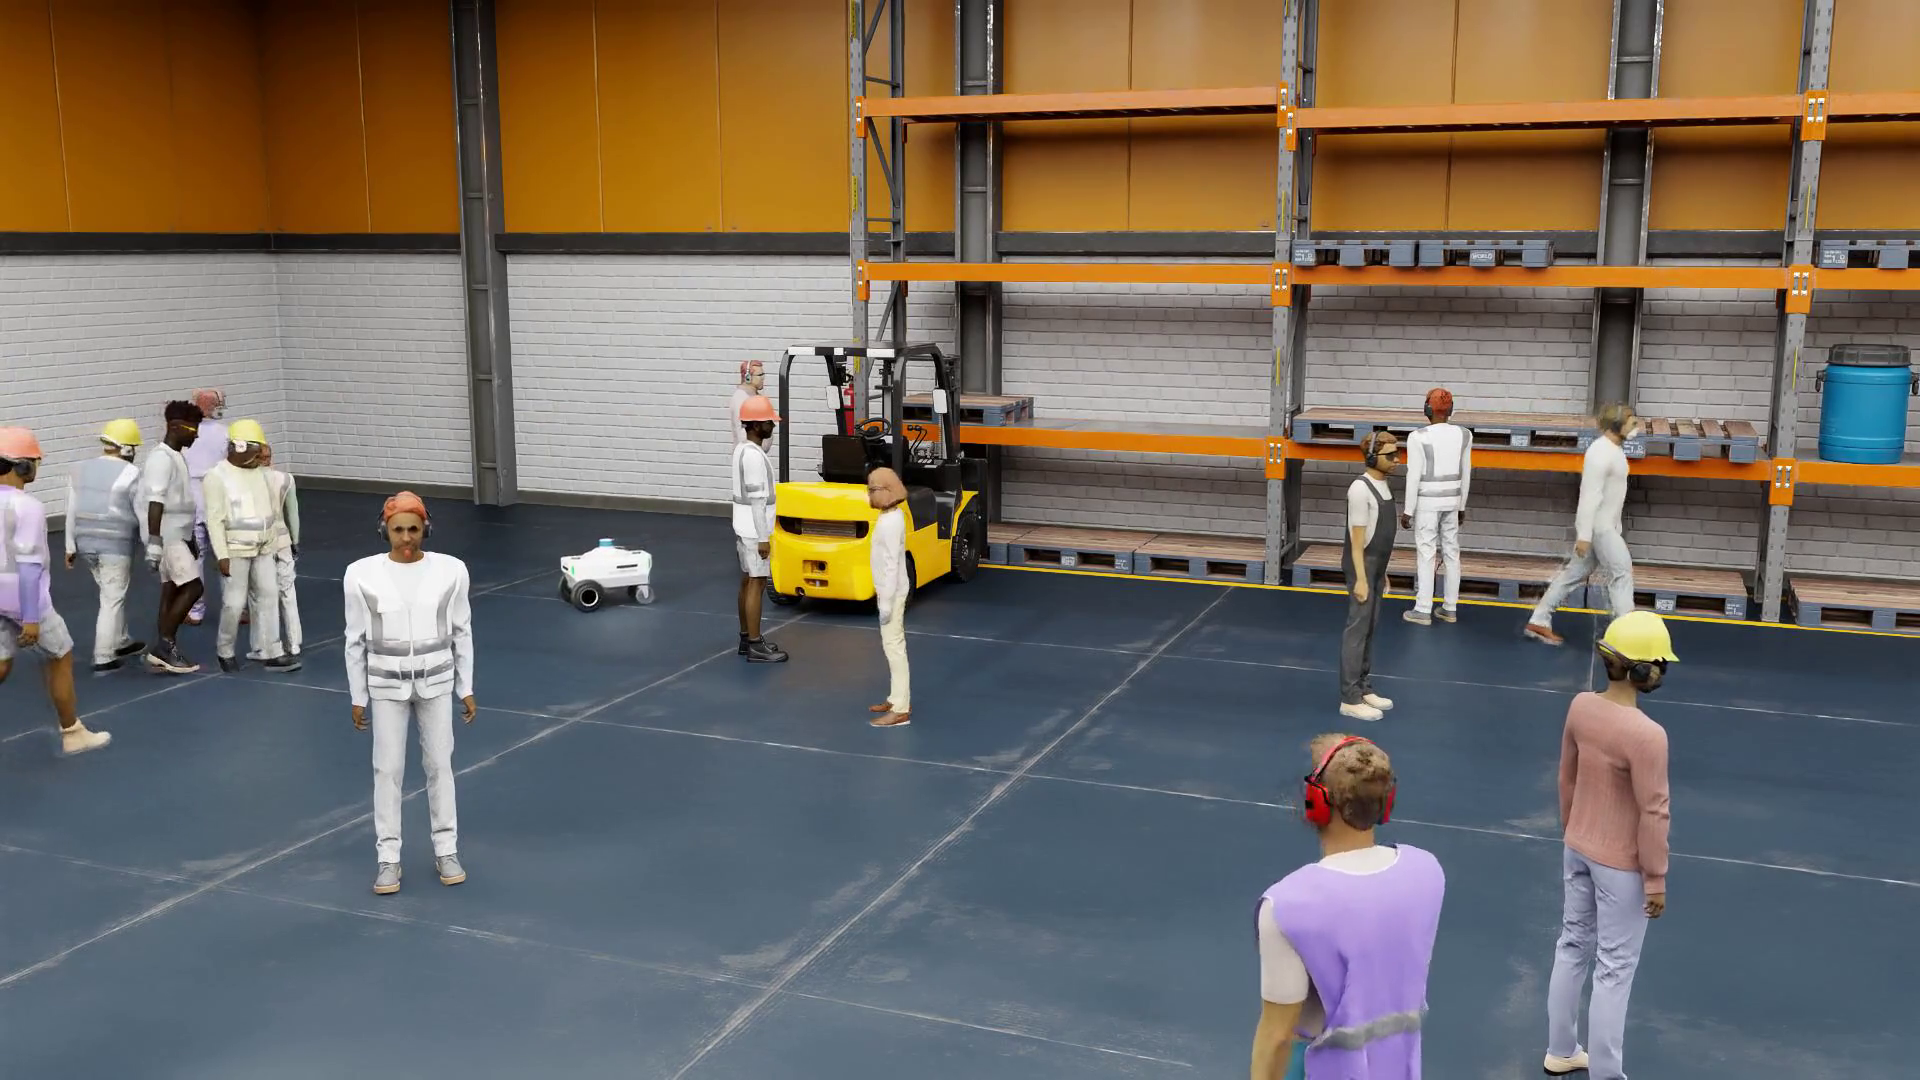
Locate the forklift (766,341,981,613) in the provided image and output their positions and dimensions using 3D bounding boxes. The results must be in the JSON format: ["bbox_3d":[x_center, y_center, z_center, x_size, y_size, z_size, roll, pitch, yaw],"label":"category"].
[{"bbox_3d":[-0.739,-0.602,14.246,1.214,2.155,2.313,4,11,21],"label":"forklift"}]

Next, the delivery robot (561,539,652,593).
[{"bbox_3d":[-2.950,0.233,13.900,0.707,0.478,0.477,-5,12,-28],"label":"delivery robot"}]

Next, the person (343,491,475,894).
[{"bbox_3d":[-2.572,0.708,7.810,0.572,1.885,0.356,-4,11,-22],"label":"person"}]

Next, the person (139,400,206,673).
[{"bbox_3d":[-5.509,-0.011,11.685,0.485,1.928,0.698,-3,11,-15],"label":"person"}]

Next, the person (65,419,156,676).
[{"bbox_3d":[-5.989,0.037,11.850,0.618,1.784,0.772,2,10,13],"label":"person"}]

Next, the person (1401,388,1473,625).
[{"bbox_3d":[3.780,-0.263,13.228,0.575,1.883,0.362,-3,11,-16],"label":"person"}]

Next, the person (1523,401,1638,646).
[{"bbox_3d":[4.719,-0.093,12.313,1.035,1.885,0.630,5,11,25],"label":"person"}]

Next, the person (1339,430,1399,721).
[{"bbox_3d":[2.630,0.216,10.660,0.344,1.847,0.506,6,12,30],"label":"person"}]

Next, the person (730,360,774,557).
[{"bbox_3d":[-2.001,-0.787,16.079,0.402,1.906,0.652,0,10,0],"label":"person"}]

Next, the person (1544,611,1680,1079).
[{"bbox_3d":[2.322,1.116,5.873,0.326,1.765,0.533,-2,10,-13],"label":"person"}]

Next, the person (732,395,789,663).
[{"bbox_3d":[-1.463,-0.081,12.058,0.359,1.939,0.543,-3,11,-18],"label":"person"}]

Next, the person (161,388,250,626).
[{"bbox_3d":[-5.935,-0.246,13.157,0.700,1.882,0.393,-1,10,-3],"label":"person"}]

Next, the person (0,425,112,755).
[{"bbox_3d":[-5.461,0.351,9.514,0.614,2.004,1.012,5,11,27],"label":"person"}]

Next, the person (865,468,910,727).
[{"bbox_3d":[-0.451,0.356,10.494,0.287,1.628,0.514,0,10,-1],"label":"person"}]

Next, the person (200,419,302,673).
[{"bbox_3d":[-5.037,0.067,11.696,0.538,1.807,0.651,4,11,22],"label":"person"}]

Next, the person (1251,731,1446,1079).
[{"bbox_3d":[0.934,1.399,4.146,0.627,1.830,0.377,-6,12,-30],"label":"person"}]

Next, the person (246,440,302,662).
[{"bbox_3d":[-5.049,0.066,12.077,0.522,1.636,0.311,-9,13,-40],"label":"person"}]
